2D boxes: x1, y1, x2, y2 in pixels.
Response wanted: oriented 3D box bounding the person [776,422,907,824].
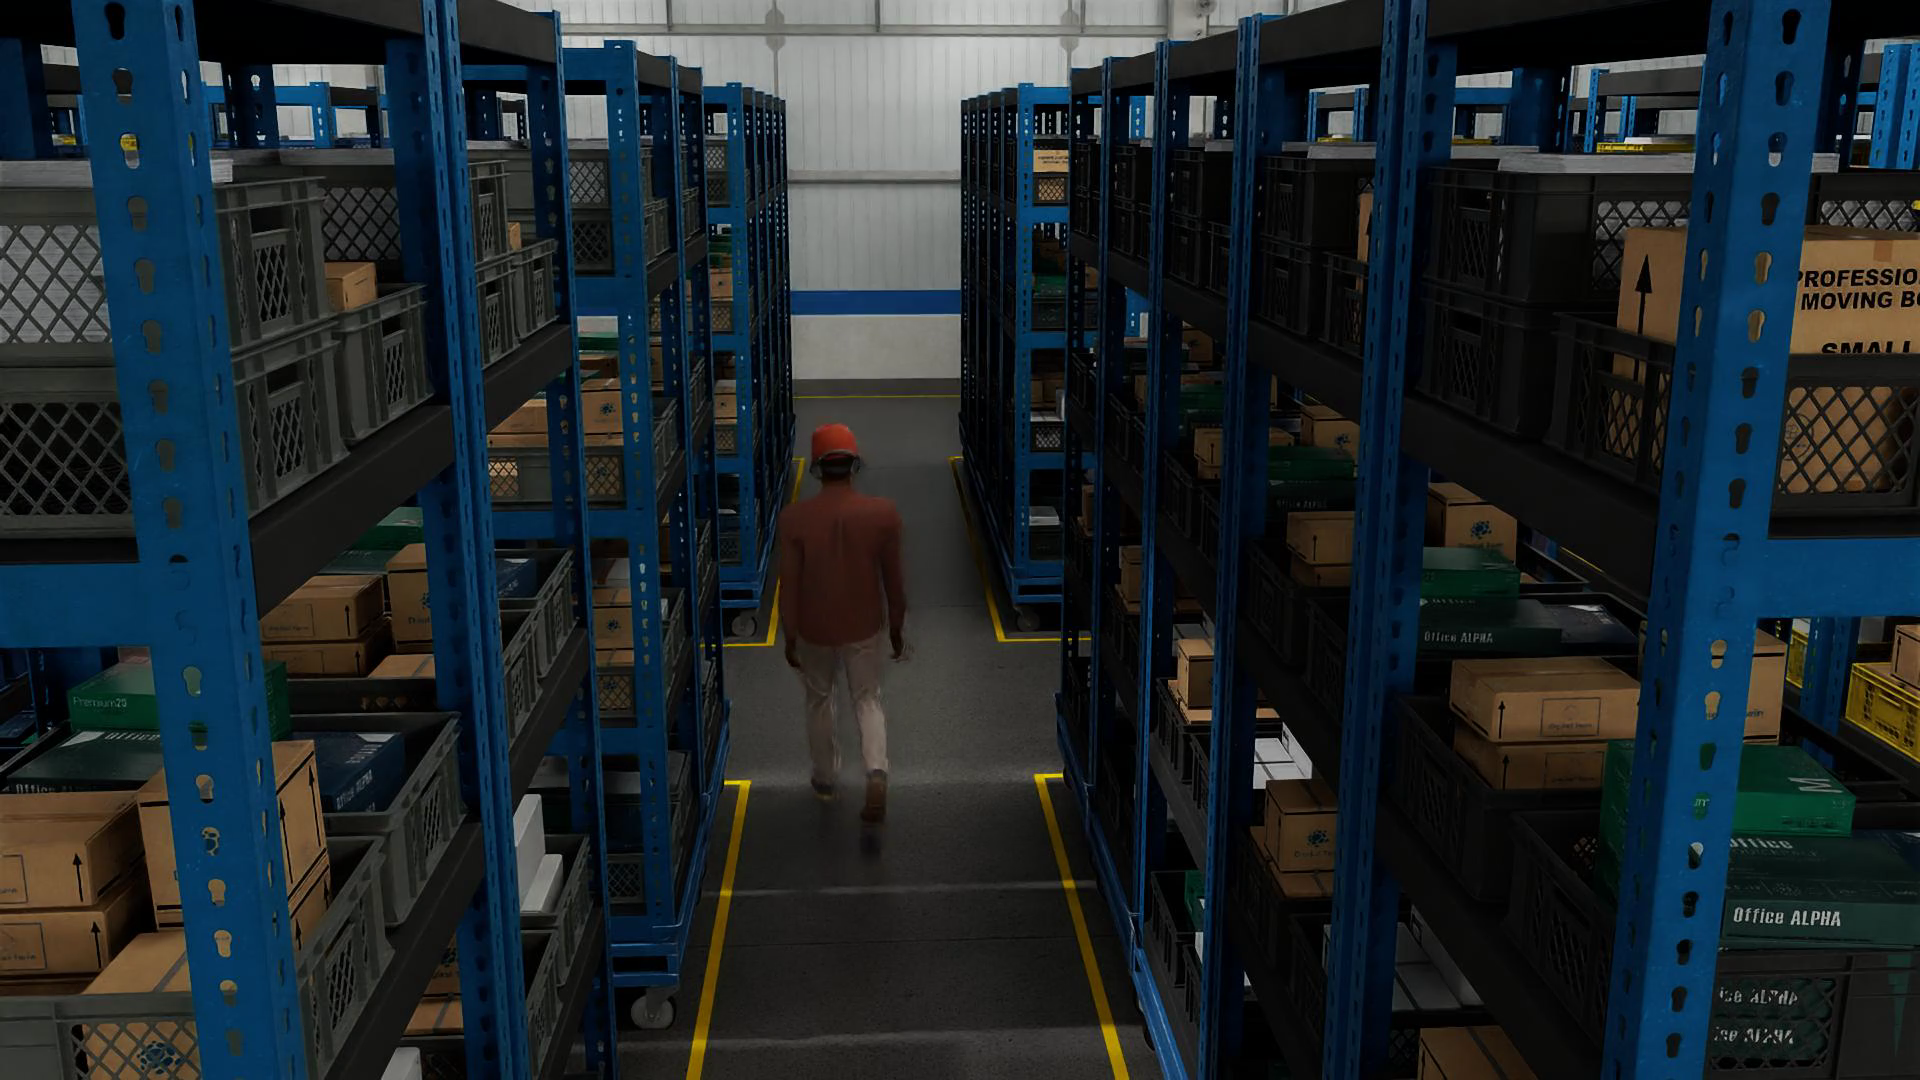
[{"bbox_3d":[-0.560,0.415,8.044,0.628,1.960,0.830,-3,14,-12],"label":"person"}]
